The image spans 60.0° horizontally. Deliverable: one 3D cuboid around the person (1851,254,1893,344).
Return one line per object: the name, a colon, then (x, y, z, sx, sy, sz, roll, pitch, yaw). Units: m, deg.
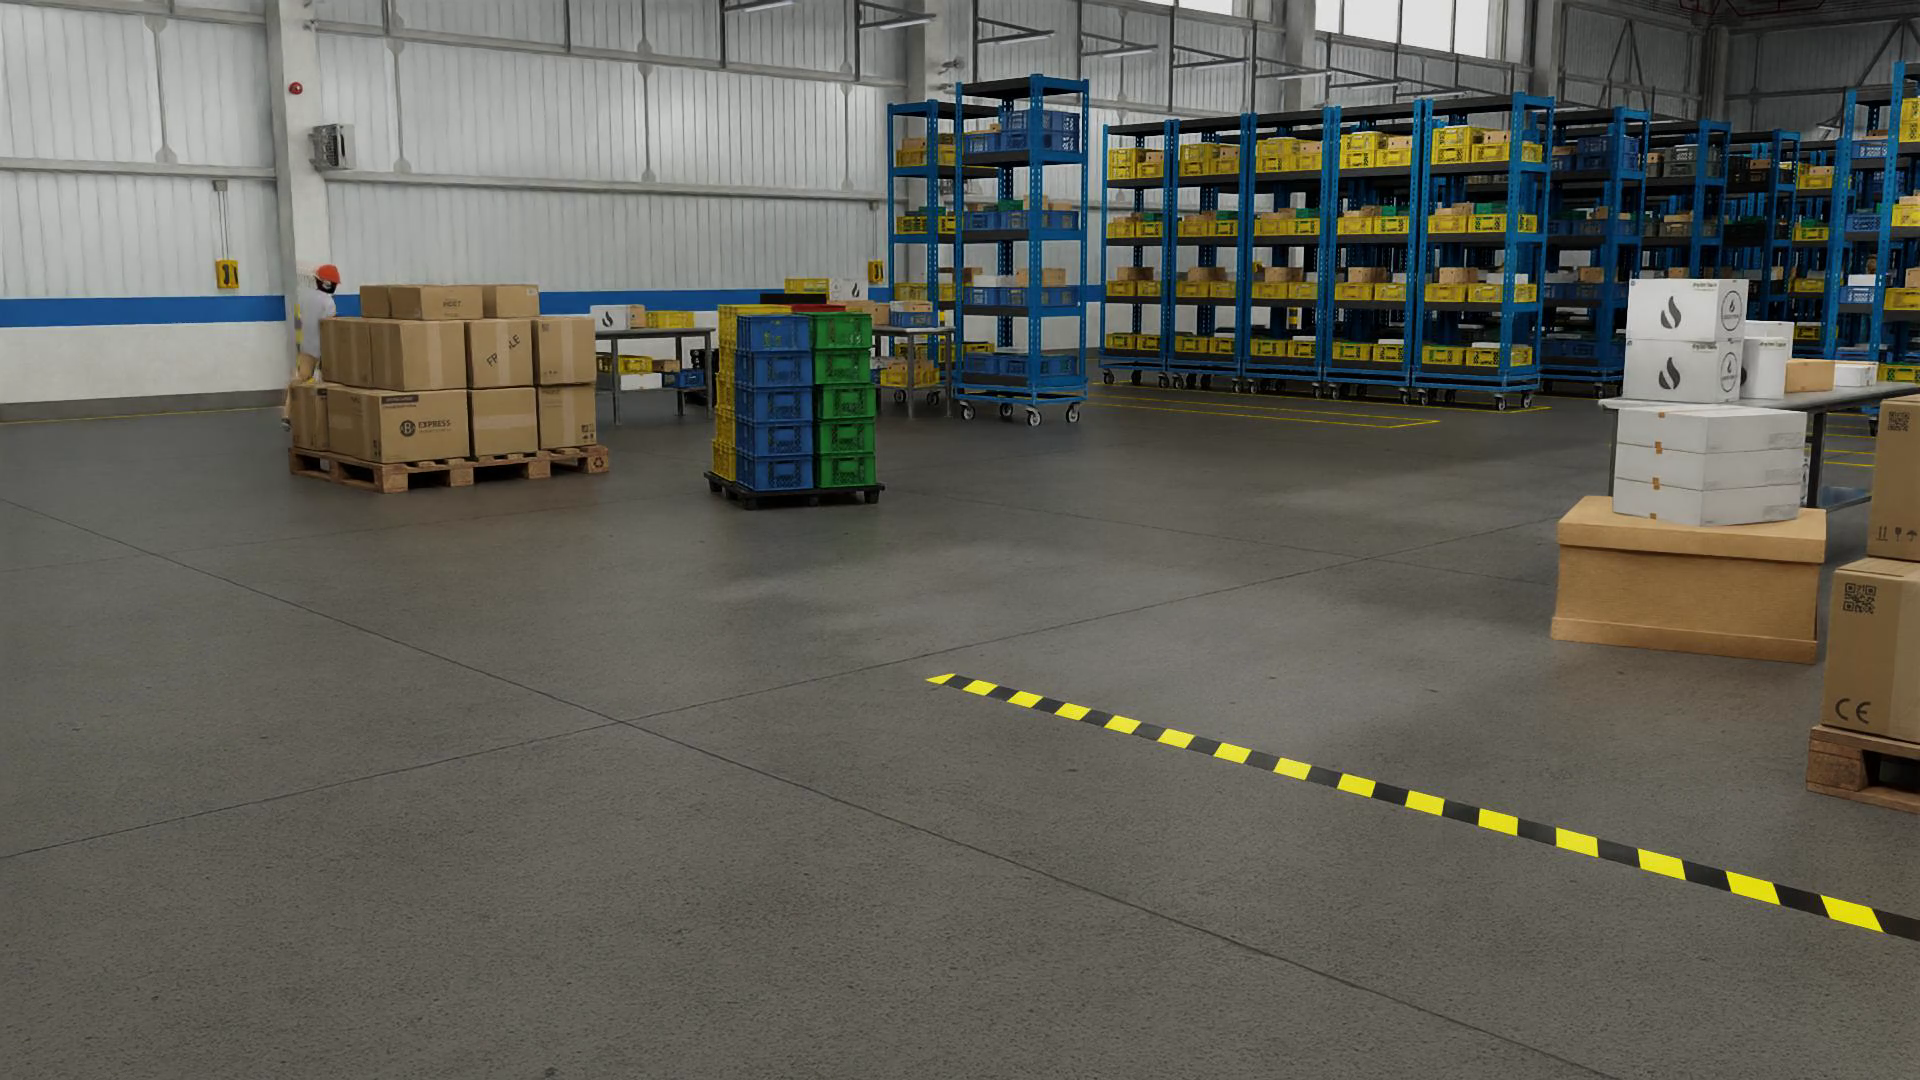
person: (14.514, -3.622, 26.501, 0.372, 1.843, 0.570, -6, 11, -33)

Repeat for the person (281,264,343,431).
person: (-6.537, -1.953, 16.931, 0.565, 1.692, 0.936, 5, 11, 29)
